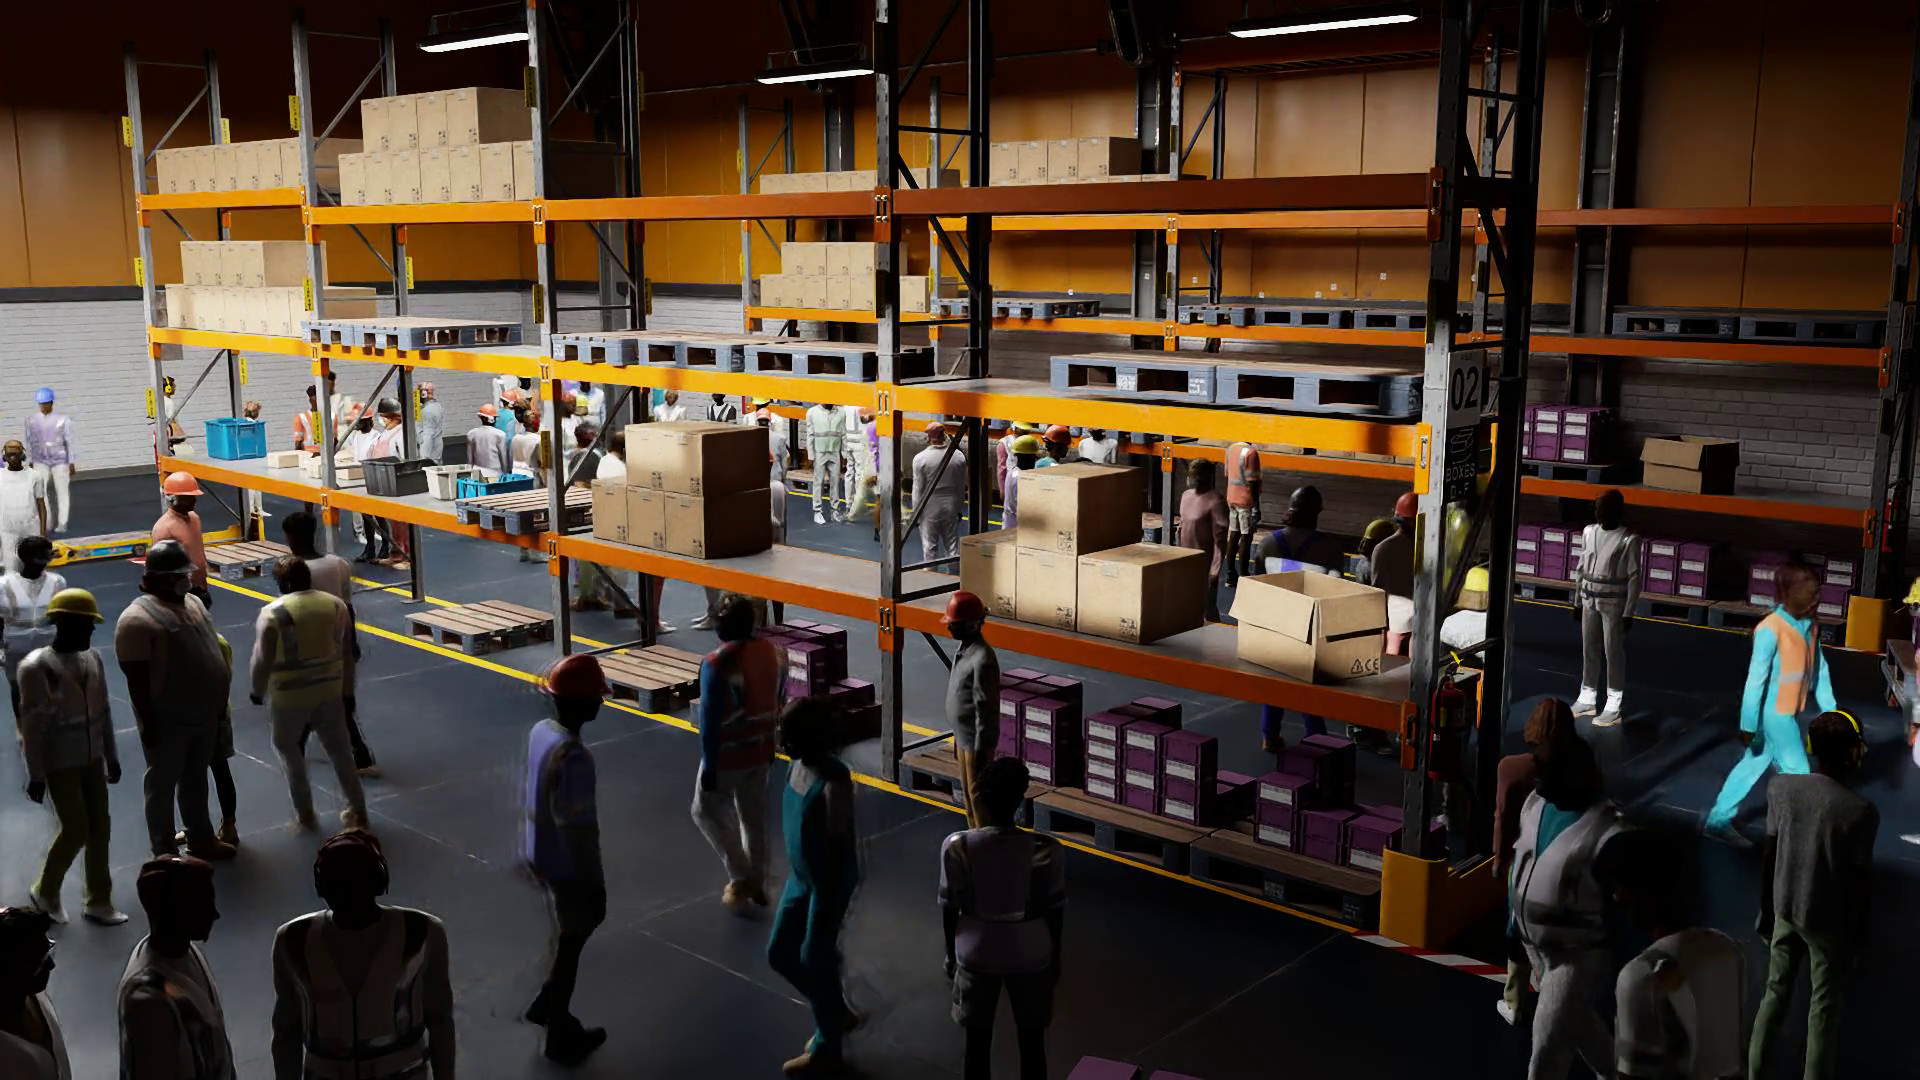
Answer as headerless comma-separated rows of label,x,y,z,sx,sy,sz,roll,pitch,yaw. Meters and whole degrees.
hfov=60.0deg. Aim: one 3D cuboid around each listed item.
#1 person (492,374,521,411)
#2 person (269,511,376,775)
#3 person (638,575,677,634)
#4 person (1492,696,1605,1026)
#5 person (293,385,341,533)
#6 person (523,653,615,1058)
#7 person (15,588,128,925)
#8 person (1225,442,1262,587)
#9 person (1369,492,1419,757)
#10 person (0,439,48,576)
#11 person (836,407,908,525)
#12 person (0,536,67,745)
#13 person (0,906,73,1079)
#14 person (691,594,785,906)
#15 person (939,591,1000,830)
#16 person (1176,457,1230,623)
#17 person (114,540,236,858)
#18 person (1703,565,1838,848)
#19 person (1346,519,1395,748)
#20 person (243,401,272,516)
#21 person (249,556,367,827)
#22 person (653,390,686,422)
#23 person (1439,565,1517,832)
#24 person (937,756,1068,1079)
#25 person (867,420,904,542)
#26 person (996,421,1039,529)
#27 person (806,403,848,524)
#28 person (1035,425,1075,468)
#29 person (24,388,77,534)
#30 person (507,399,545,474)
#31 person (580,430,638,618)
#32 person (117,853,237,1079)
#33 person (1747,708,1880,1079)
person,-7.686,-2.148,28.289,0.357,1.881,0.574,9,14,42
person,-4.620,0.737,11.928,1.050,1.898,0.623,4,11,22
person,-3.003,-0.021,16.208,0.404,1.906,0.598,-5,11,-28
person,2.826,1.558,8.037,0.508,1.635,0.274,2,10,11
person,-8.470,-1.076,21.982,0.613,1.963,0.362,-10,14,-43
person,-1.798,1.466,7.733,0.427,1.917,0.584,-6,12,-31
person,-4.895,1.218,9.248,0.461,1.880,0.620,3,10,15
person,3.129,-0.421,18.281,0.367,1.966,0.603,-4,11,-19
person,3.304,0.619,12.359,0.618,1.986,0.408,-6,12,-31
person,-9.488,-0.096,16.790,0.508,1.846,0.345,-5,11,-25
person,-1.162,-1.017,22.474,1.013,1.680,0.580,5,11,26
person,-6.933,0.775,12.425,0.535,1.641,0.909,-8,13,-37
person,-2.876,1.989,5.041,0.384,1.838,0.568,-2,10,-13
person,-1.262,1.210,9.453,0.449,1.827,0.656,7,12,35
person,0.052,1.160,9.974,0.353,1.744,0.568,-2,10,-13
person,2.112,0.229,14.685,0.372,1.940,0.631,-6,11,-28
person,-4.681,0.998,10.048,0.536,2.000,0.676,2,10,11
person,5.083,1.065,10.178,0.588,1.863,1.021,-10,14,-44
person,3.132,0.704,12.585,0.321,1.738,0.486,0,10,1
person,-9.803,-1.105,23.074,0.310,1.640,0.514,1,10,3
person,-4.202,1.005,10.726,0.581,1.796,0.653,8,13,38
person,-4.447,-1.476,25.256,0.572,1.600,0.708,-1,10,-7
person,3.322,1.024,10.744,0.492,1.742,0.318,2,10,9
person,0.178,1.729,6.887,0.535,1.697,0.321,1,10,6
person,-0.920,-0.919,21.228,0.391,1.925,0.550,9,13,41
person,0.721,-0.628,19.858,0.588,1.822,0.403,-6,12,-31
person,-1.818,-1.179,22.730,0.590,1.912,0.391,-5,11,-26
person,0.937,-0.137,16.490,0.407,2.036,0.606,-4,11,-19
person,-11.911,-1.017,21.738,0.638,1.929,0.655,-2,10,-10
person,-5.585,-0.906,21.418,0.630,1.836,0.430,5,11,27
person,-3.578,-0.159,16.949,0.544,1.916,0.796,-5,11,-28
person,-2.493,1.910,5.360,0.363,1.879,0.584,-3,11,-17
person,3.617,1.622,7.053,0.324,1.861,0.506,-6,12,-30
